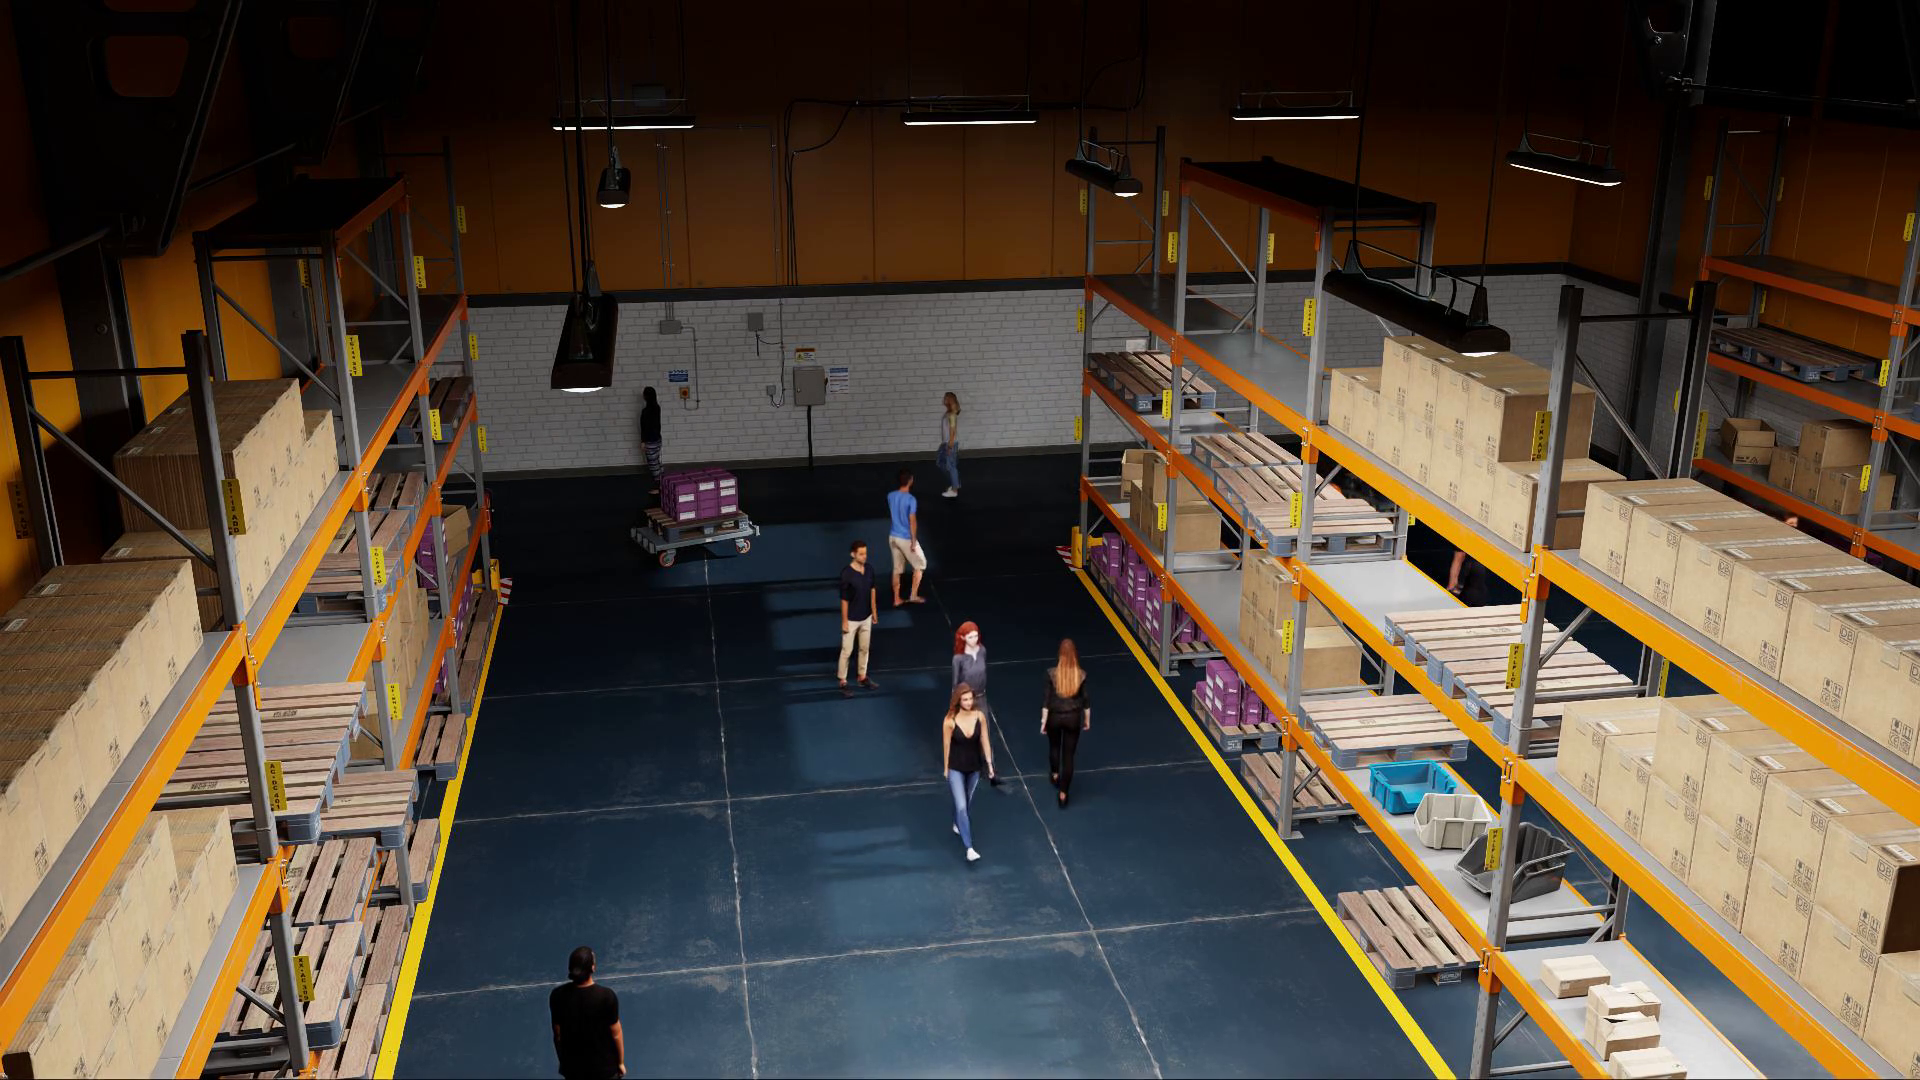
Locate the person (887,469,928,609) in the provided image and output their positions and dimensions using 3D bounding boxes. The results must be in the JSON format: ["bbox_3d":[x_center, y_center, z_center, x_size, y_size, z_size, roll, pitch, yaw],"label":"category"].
[{"bbox_3d":[-0.793,0.007,21.520,0.797,1.848,0.856,13,22,33],"label":"person"}]

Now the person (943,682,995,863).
[{"bbox_3d":[0.010,2.103,15.564,0.781,1.676,1.099,-9,21,-25],"label":"person"}]

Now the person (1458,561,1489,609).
[{"bbox_3d":[5.785,1.000,18.937,0.712,1.613,0.747,-16,25,-40],"label":"person"}]

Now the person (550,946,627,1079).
[{"bbox_3d":[-2.492,3.522,11.220,0.680,1.759,0.649,1,19,3],"label":"person"}]

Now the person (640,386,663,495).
[{"bbox_3d":[-4.886,-1.598,26.461,0.801,1.735,0.721,7,20,20],"label":"person"}]

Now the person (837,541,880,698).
[{"bbox_3d":[-1.188,0.873,18.944,0.735,1.850,0.736,-14,23,-36],"label":"person"}]

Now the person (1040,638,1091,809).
[{"bbox_3d":[1.023,1.826,16.365,0.796,1.690,1.016,2,19,5],"label":"person"}]

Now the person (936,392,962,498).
[{"bbox_3d":[-0.061,-1.497,26.194,0.692,1.714,0.553,-2,19,-6],"label":"person"}]

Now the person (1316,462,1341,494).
[{"bbox_3d":[4.786,-0.100,21.840,0.890,1.846,0.998,-10,21,-27],"label":"person"}]

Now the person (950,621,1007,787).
[{"bbox_3d":[0.029,1.626,16.889,0.899,1.735,1.150,-12,22,-32],"label":"person"}]
